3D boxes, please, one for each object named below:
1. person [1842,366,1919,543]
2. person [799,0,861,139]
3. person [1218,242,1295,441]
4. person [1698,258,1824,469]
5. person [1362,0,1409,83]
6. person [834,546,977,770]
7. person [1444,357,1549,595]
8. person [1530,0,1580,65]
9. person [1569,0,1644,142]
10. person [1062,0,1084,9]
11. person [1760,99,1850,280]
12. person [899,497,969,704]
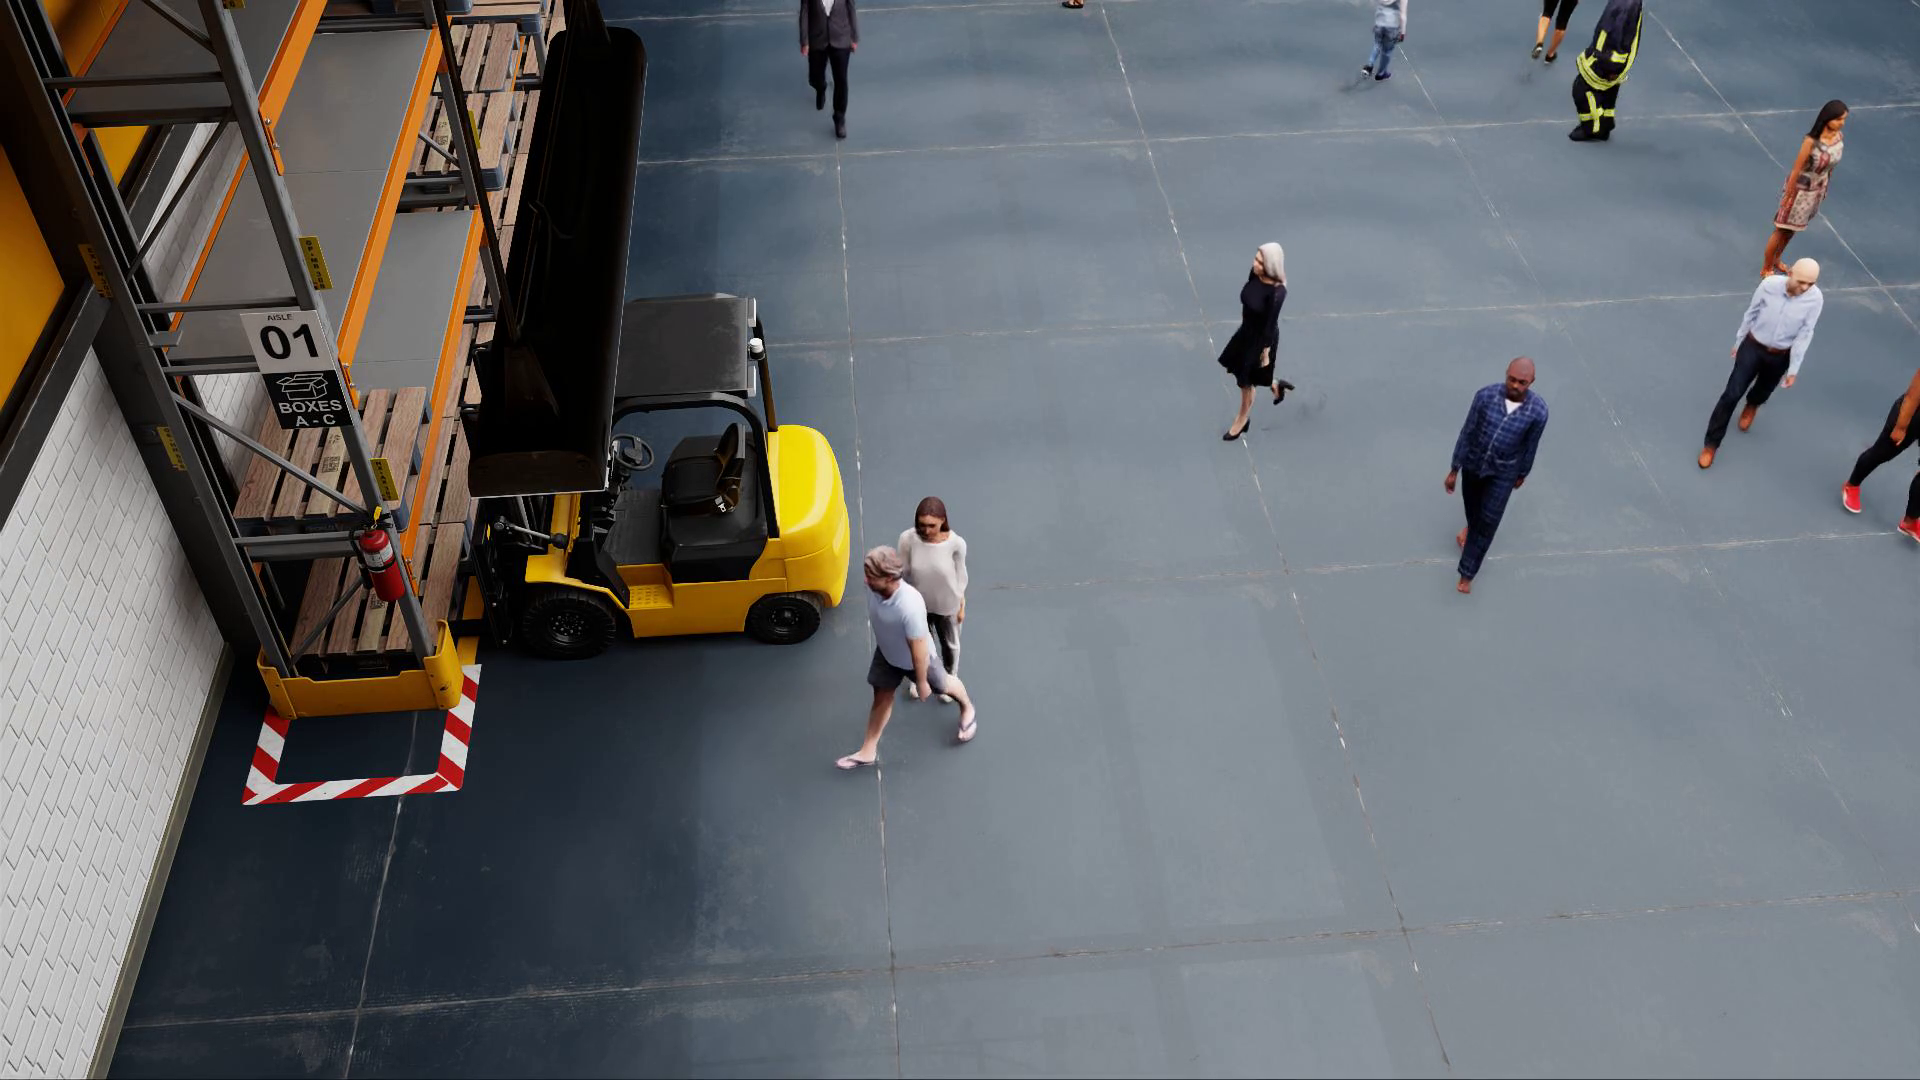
[{"bbox_3d":[6.781,-0.907,11.789,0.831,1.776,1.054,-8,44,-8],"label":"person"},{"bbox_3d":[-1.260,-4.782,15.824,0.770,1.821,0.927,-6,44,-7],"label":"person"},{"bbox_3d":[2.287,-1.489,12.432,0.797,1.732,0.867,-17,46,-17],"label":"person"},{"bbox_3d":[5.994,-1.396,12.315,1.000,1.758,1.209,21,47,21],"label":"person"},{"bbox_3d":[4.243,-5.155,16.627,0.692,1.253,0.632,-32,52,-29],"label":"person"},{"bbox_3d":[-0.243,0.658,10.153,1.278,1.768,1.285,32,52,29],"label":"person"},{"bbox_3d":[3.659,-0.567,11.439,1.078,1.767,1.235,22,48,21],"label":"person"},{"bbox_3d":[6.077,-5.570,16.770,0.794,1.657,0.870,21,47,21],"label":"person"},{"bbox_3d":[6.219,-4.572,15.615,0.952,1.806,0.870,16,46,16],"label":"person"},{"bbox_3d":[1.284,-6.529,17.765,0.735,1.674,0.648,18,47,18],"label":"person"},{"bbox_3d":[7.117,-2.976,14.053,0.733,1.648,0.726,-21,47,-20],"label":"person"},{"bbox_3d":[-0.161,0.358,10.525,0.634,1.688,0.596,4,44,5],"label":"person"}]
